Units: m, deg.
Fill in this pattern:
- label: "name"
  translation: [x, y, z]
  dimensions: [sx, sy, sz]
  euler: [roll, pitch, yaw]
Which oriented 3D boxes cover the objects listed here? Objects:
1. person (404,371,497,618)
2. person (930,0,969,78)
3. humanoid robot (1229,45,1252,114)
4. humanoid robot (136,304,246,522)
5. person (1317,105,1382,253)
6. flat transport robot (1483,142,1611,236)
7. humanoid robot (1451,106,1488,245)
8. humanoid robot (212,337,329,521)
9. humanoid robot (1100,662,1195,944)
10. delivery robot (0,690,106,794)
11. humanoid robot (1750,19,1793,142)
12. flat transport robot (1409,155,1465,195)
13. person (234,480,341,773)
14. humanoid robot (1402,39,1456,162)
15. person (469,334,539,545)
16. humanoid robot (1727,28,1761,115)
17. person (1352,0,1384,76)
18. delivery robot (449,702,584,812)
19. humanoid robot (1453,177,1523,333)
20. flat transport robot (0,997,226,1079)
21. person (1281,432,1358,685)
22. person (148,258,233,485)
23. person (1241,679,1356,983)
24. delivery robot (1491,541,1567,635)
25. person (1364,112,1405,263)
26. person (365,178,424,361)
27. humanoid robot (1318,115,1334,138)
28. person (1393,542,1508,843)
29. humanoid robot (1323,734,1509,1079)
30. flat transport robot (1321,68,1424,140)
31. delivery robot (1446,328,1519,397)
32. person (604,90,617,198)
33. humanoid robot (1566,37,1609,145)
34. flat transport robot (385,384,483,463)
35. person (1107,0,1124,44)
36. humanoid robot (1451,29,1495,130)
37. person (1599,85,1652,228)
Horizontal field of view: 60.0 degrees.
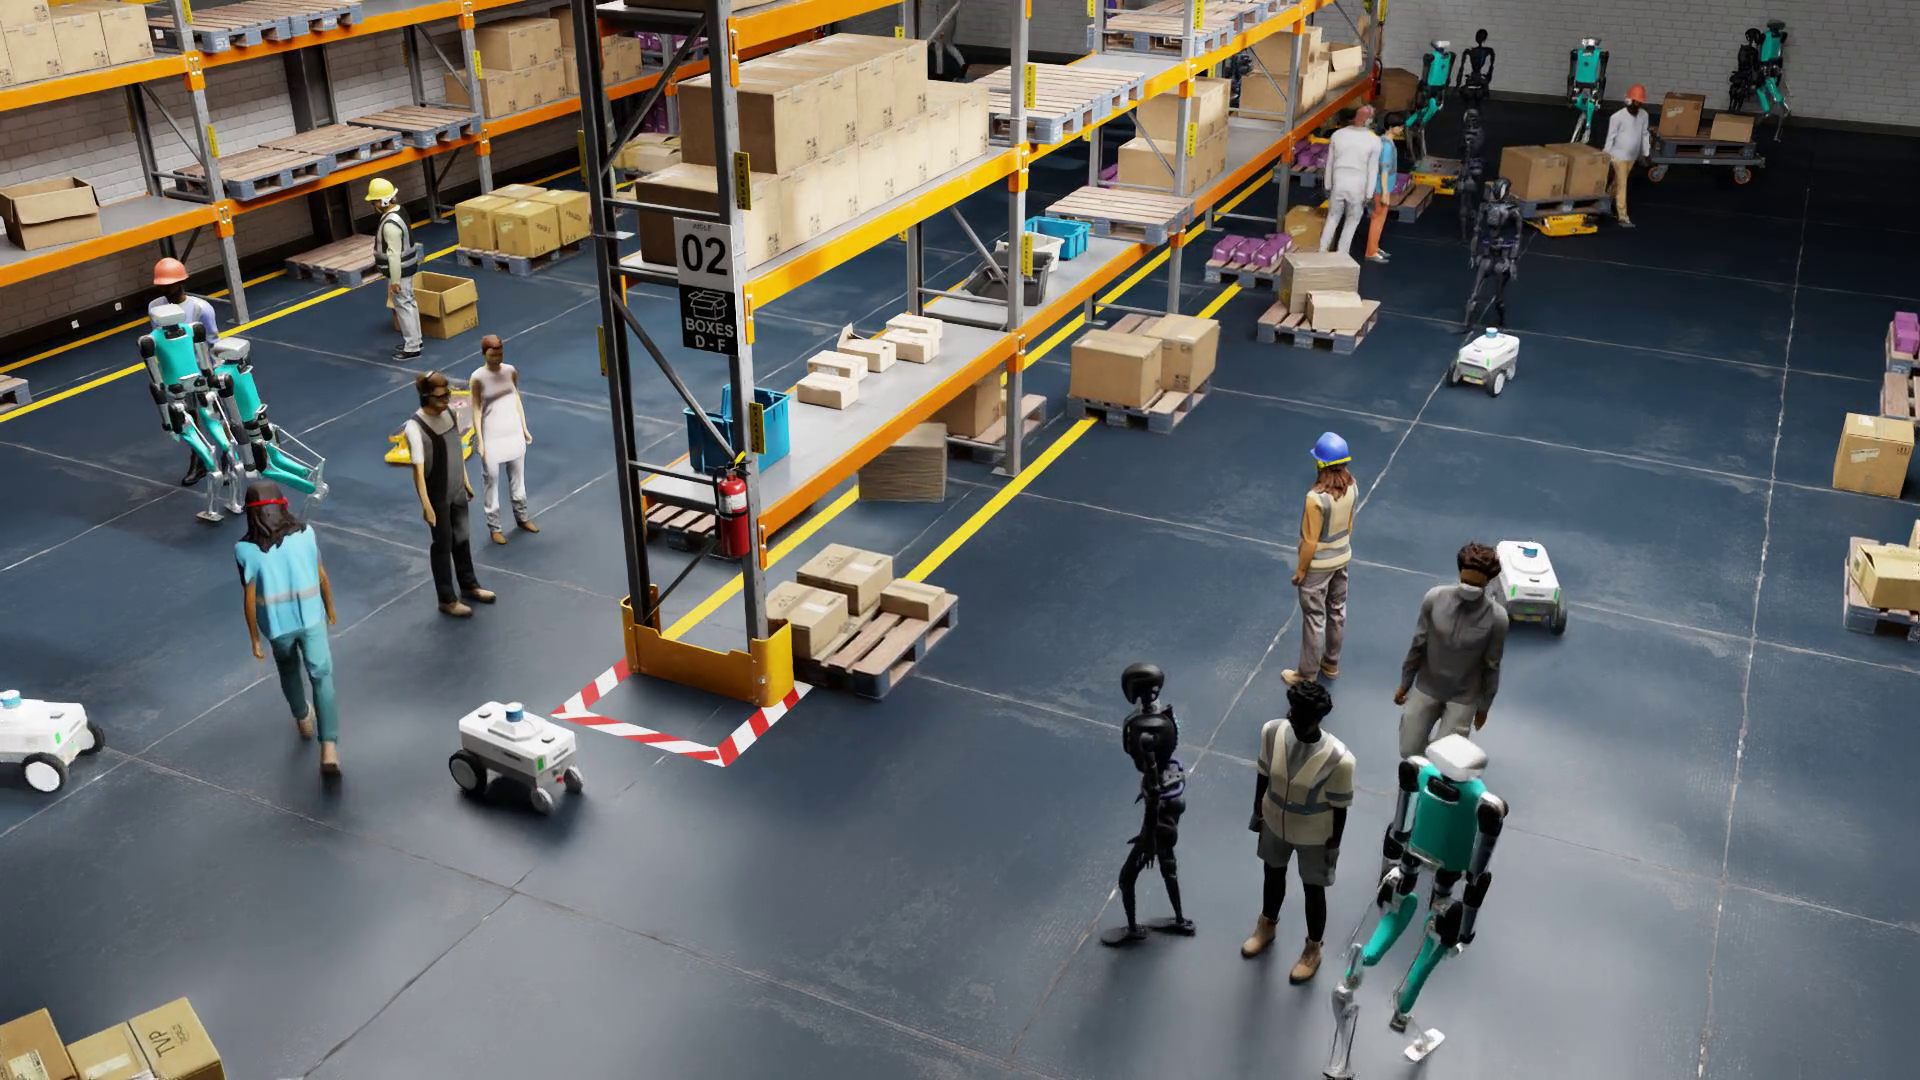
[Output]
- label: "person"
  translation: [-3.612, -0.324, 11.674]
  dimensions: [0.364, 1.835, 0.509]
  euler: [9, 28, 18]
- label: "person"
  translation: [-0.199, -9.064, 29.362]
  dimensions: [0.735, 1.806, 0.510]
  euler: [21, 33, 35]
- label: "humanoid robot"
  translation: [4.116, -6.581, 24.485]
  dimensions: [0.431, 1.654, 0.599]
  euler: [-11, 28, -21]
- label: "humanoid robot"
  translation: [-5.893, -0.960, 12.974]
  dimensions: [0.725, 1.718, 0.531]
  euler: [19, 32, 33]
- label: "person"
  translation: [4.507, -4.065, 19.190]
  dimensions: [0.647, 1.871, 0.476]
  euler: [17, 31, 30]
- label: "flat transport robot"
  translation: [7.433, -4.160, 21.182]
  dimensions: [0.659, 0.231, 1.431]
  euler: [-6, 27, -12]
- label: "humanoid robot"
  translation: [6.209, -4.396, 20.079]
  dimensions: [0.458, 1.647, 0.603]
  euler: [10, 28, 20]
- label: "humanoid robot"
  translation: [-5.053, -0.705, 12.397]
  dimensions: [0.735, 1.677, 0.533]
  euler: [-2, 26, -4]
- label: "humanoid robot"
  translation: [0.999, 1.345, 8.483]
  dimensions: [0.498, 1.633, 0.613]
  euler: [3, 27, 6]
- label: "delivery robot"
  translation: [-5.654, 1.193, 10.058]
  dimensions: [0.807, 0.606, 0.499]
  euler: [1, 26, 3]
- label: "humanoid robot"
  translation: [12.283, -6.853, 25.020]
  dimensions: [0.530, 1.804, 0.798]
  euler: [-10, 28, -19]
- label: "flat transport robot"
  translation: [6.579, -5.041, 22.961]
  dimensions: [0.659, 0.231, 1.431]
  euler: [10, 28, 19]
- label: "person"
  translation: [-4.009, 0.505, 10.006]
  dimensions: [0.500, 1.834, 0.935]
  euler: [-9, 28, -18]
- label: "humanoid robot"
  translation: [6.638, -6.284, 23.837]
  dimensions: [0.537, 1.810, 0.676]
  euler: [-13, 29, -24]
- label: "person"
  translation: [-3.525, -0.787, 12.801]
  dimensions: [0.442, 1.658, 0.286]
  euler: [-23, 35, -39]
- label: "humanoid robot"
  translation: [11.732, -6.830, 24.970]
  dimensions: [0.315, 1.657, 0.599]
  euler: [4, 27, 8]
- label: "person"
  translation: [6.571, -7.915, 26.973]
  dimensions: [0.605, 1.859, 0.495]
  euler: [-20, 33, -34]
- label: "delivery robot"
  translation: [-2.648, 1.242, 9.937]
  dimensions: [0.765, 0.585, 0.499]
  euler: [15, 30, 28]
- label: "humanoid robot"
  translation: [5.480, -2.888, 17.069]
  dimensions: [0.720, 1.635, 0.595]
  euler: [-22, 34, -37]
- label: "flat transport robot"
  translation: [-3.451, 2.855, 7.012]
  dimensions: [1.431, 0.231, 0.659]
  euler: [-20, 32, -34]
- label: "person"
  translation: [2.343, 0.142, 10.789]
  dimensions: [0.470, 1.778, 0.319]
  euler: [-19, 32, -33]
- label: "person"
  translation: [-6.323, -1.374, 13.670]
  dimensions: [0.544, 1.942, 0.351]
  euler: [0, 26, 1]
- label: "person"
  translation: [1.682, 1.427, 8.294]
  dimensions: [0.535, 1.691, 0.319]
  euler: [22, 34, 37]
- label: "delivery robot"
  translation: [4.020, 0.322, 11.822]
  dimensions: [0.499, 0.609, 0.805]
  euler: [4, 27, 7]
- label: "person"
  translation: [4.954, -4.111, 19.405]
  dimensions: [0.343, 1.758, 0.505]
  euler: [5, 27, 10]
- label: "person"
  translation: [-5.559, -2.671, 16.430]
  dimensions: [0.403, 1.821, 0.596]
  euler: [-4, 27, -9]
- label: "humanoid robot"
  translation: [5.359, -6.663, 24.610]
  dimensions: [0.724, 1.812, 0.549]
  euler: [8, 28, 16]
- label: "person"
  translation: [2.736, 0.815, 9.312]
  dimensions: [0.551, 1.877, 0.519]
  euler: [15, 30, 28]
- label: "humanoid robot"
  translation: [1.987, 1.765, 7.557]
  dimensions: [0.955, 1.752, 0.531]
  euler: [-21, 33, -36]
- label: "flat transport robot"
  translation: [6.387, -6.414, 25.735]
  dimensions: [1.431, 0.231, 0.659]
  euler: [21, 33, 36]
- label: "delivery robot"
  translation: [5.044, -1.718, 15.943]
  dimensions: [0.499, 0.610, 0.788]
  euler: [21, 33, 36]
- label: "person"
  translation: [-4.577, -5.096, 21.298]
  dimensions: [0.373, 1.840, 0.568]
  euler: [-2, 26, -5]
- label: "humanoid robot"
  translation: [9.095, -6.410, 24.102]
  dimensions: [0.532, 1.783, 0.869]
  euler: [16, 31, 29]
- label: "flat transport robot"
  translation: [-4.537, -1.032, 14.862]
  dimensions: [0.659, 0.231, 1.431]
  euler: [3, 26, 6]
- label: "person"
  translation: [2.609, -8.942, 28.975]
  dimensions: [0.419, 1.924, 0.533]
  euler: [-21, 33, -36]
- label: "humanoid robot"
  translation: [7.688, -6.823, 24.968]
  dimensions: [0.601, 1.658, 0.379]
  euler: [-4, 27, -9]
- label: "person"
  translation: [8.421, -4.853, 20.948]
  dimensions: [0.580, 1.715, 0.766]
  euler: [-12, 29, -22]
